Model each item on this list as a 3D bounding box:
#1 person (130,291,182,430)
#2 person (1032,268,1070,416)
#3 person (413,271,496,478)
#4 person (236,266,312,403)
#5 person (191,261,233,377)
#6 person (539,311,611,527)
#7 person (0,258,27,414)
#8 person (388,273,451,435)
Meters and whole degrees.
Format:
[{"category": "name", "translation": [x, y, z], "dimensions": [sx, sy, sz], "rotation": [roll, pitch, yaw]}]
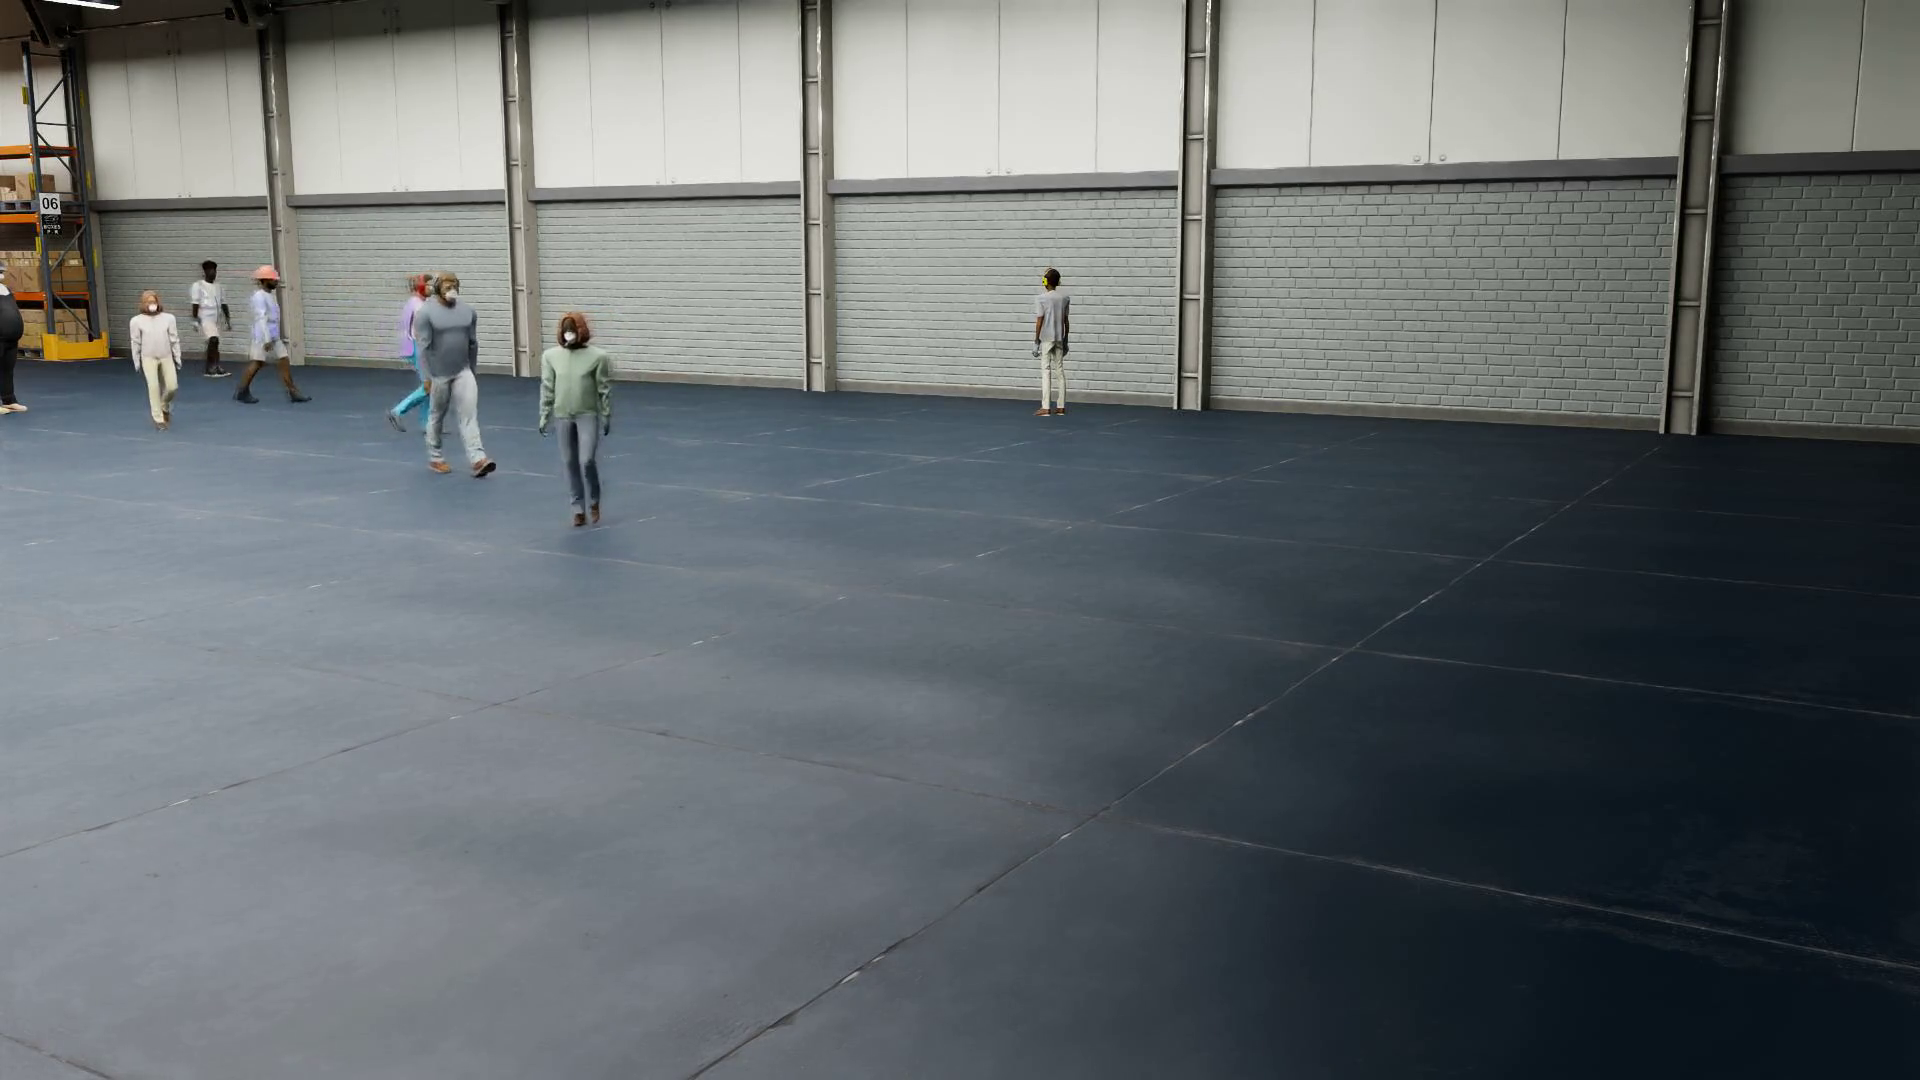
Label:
[{"category": "person", "translation": [-9.363, -2.091, 19.395], "dimensions": [0.533, 1.619, 0.378], "rotation": [-7, 12, -34]}, {"category": "person", "translation": [1.155, -2.510, 21.125], "dimensions": [0.514, 1.876, 0.328], "rotation": [-5, 11, -28]}, {"category": "person", "translation": [-4.655, -1.509, 15.227], "dimensions": [0.655, 1.879, 1.032], "rotation": [-9, 13, -42]}, {"category": "person", "translation": [-9.515, -2.810, 22.837], "dimensions": [1.007, 1.893, 0.557], "rotation": [0, 10, 1]}, {"category": "person", "translation": [-12.378, -3.670, 27.710], "dimensions": [0.819, 1.936, 0.642], "rotation": [4, 10, 21]}, {"category": "person", "translation": [-2.873, -0.894, 12.399], "dimensions": [0.511, 1.617, 0.376], "rotation": [1, 10, 3]}, {"category": "person", "translation": [-12.356, -2.647, 21.435], "dimensions": [0.539, 2.000, 0.689], "rotation": [1, 10, 4]}, {"category": "person", "translation": [-6.092, -2.072, 18.680], "dimensions": [0.574, 1.830, 0.588], "rotation": [-3, 10, -18]}]
